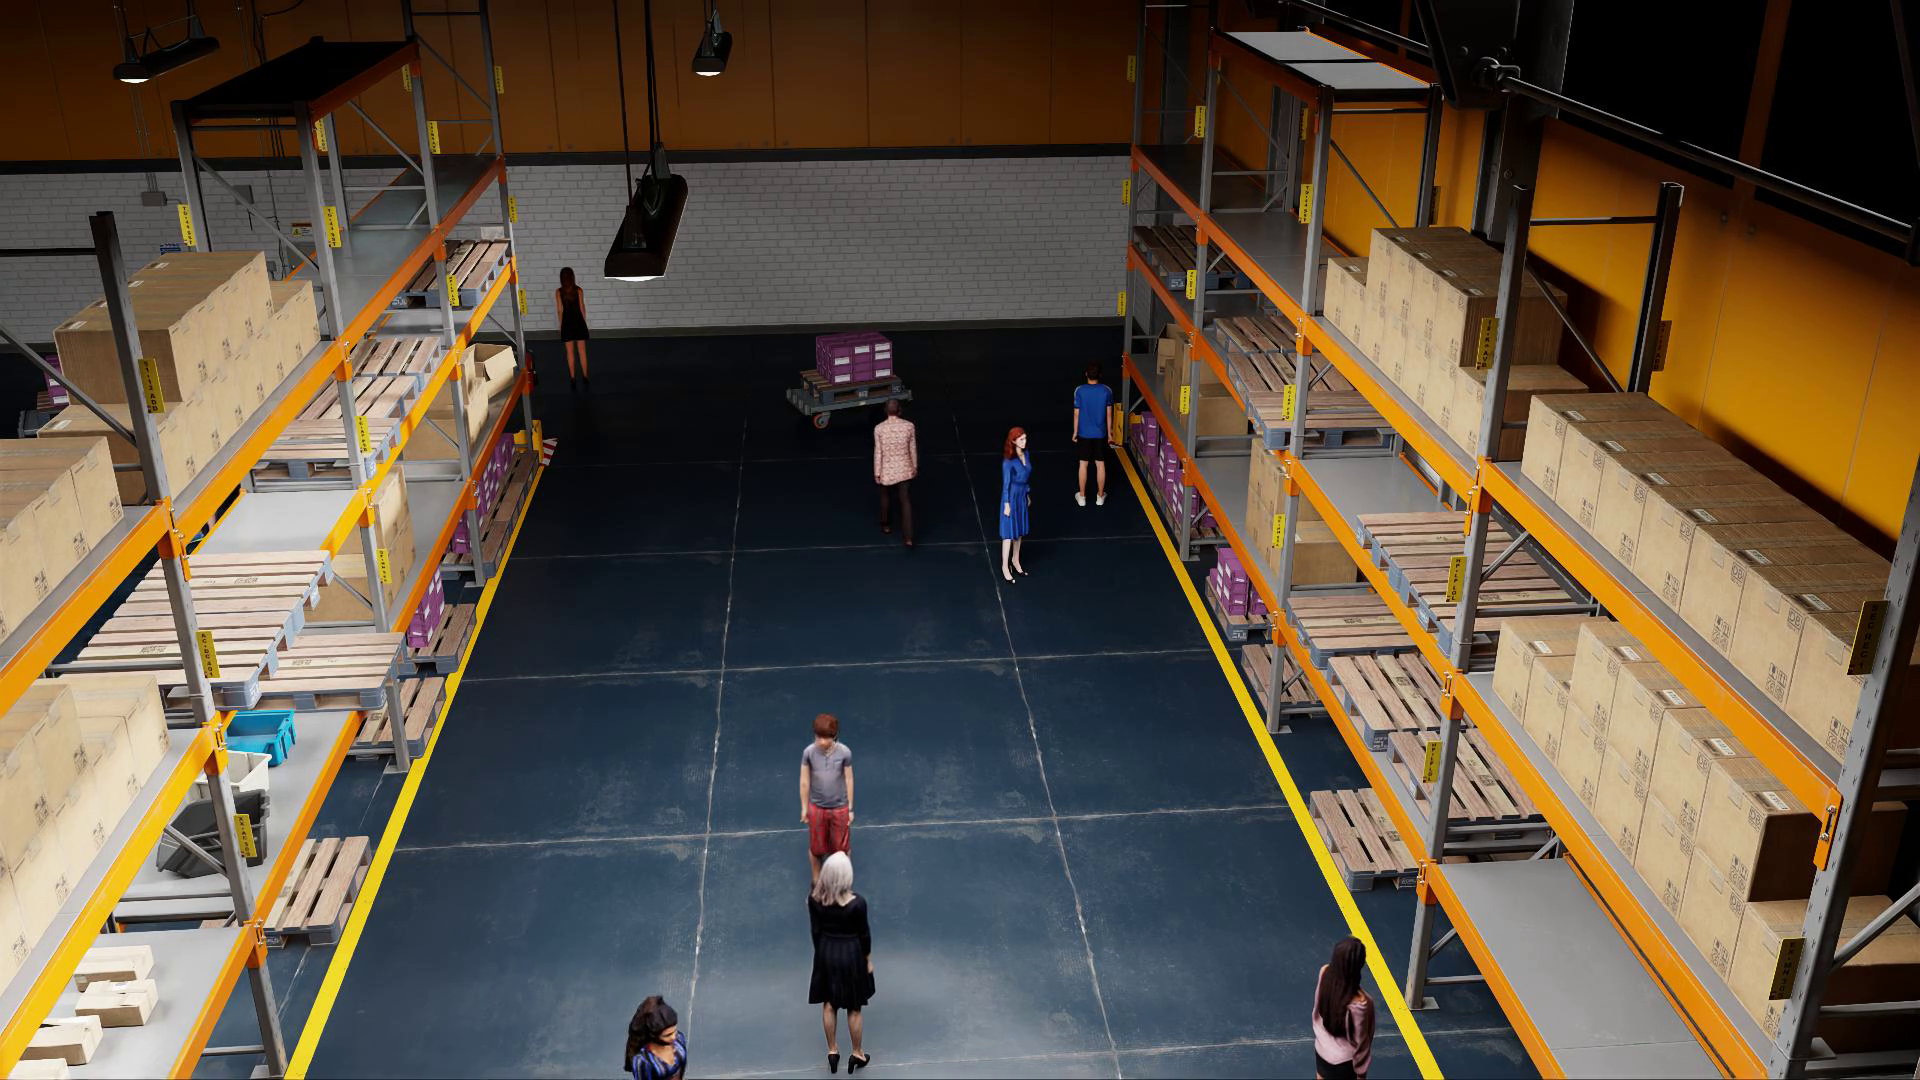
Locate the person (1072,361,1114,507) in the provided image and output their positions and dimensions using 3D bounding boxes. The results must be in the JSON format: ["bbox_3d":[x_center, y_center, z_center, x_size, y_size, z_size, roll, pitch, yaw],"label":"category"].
[{"bbox_3d":[1.651,-1.344,20.756,0.663,1.866,0.587,0,24,-1],"label":"person"}]

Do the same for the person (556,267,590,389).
[{"bbox_3d":[-5.825,-3.200,25.039,0.613,1.834,0.562,-5,24,-11],"label":"person"}]

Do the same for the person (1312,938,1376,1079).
[{"bbox_3d":[2.352,3.234,10.350,0.747,1.812,0.602,-12,26,-25],"label":"person"}]

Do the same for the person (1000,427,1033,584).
[{"bbox_3d":[0.630,-0.410,18.667,0.775,1.827,0.708,17,29,34],"label":"person"}]

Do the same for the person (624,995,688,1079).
[{"bbox_3d":[-1.879,3.422,10.165,0.776,1.615,0.721,19,30,37],"label":"person"}]

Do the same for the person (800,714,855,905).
[{"bbox_3d":[-1.038,2.103,13.139,0.588,1.651,0.542,0,24,0],"label":"person"}]

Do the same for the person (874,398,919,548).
[{"bbox_3d":[-0.730,-0.753,19.526,0.810,1.768,1.214,-5,24,-12],"label":"person"}]

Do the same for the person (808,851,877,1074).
[{"bbox_3d":[-0.802,2.862,11.282,0.663,1.747,0.658,5,24,11],"label":"person"}]
